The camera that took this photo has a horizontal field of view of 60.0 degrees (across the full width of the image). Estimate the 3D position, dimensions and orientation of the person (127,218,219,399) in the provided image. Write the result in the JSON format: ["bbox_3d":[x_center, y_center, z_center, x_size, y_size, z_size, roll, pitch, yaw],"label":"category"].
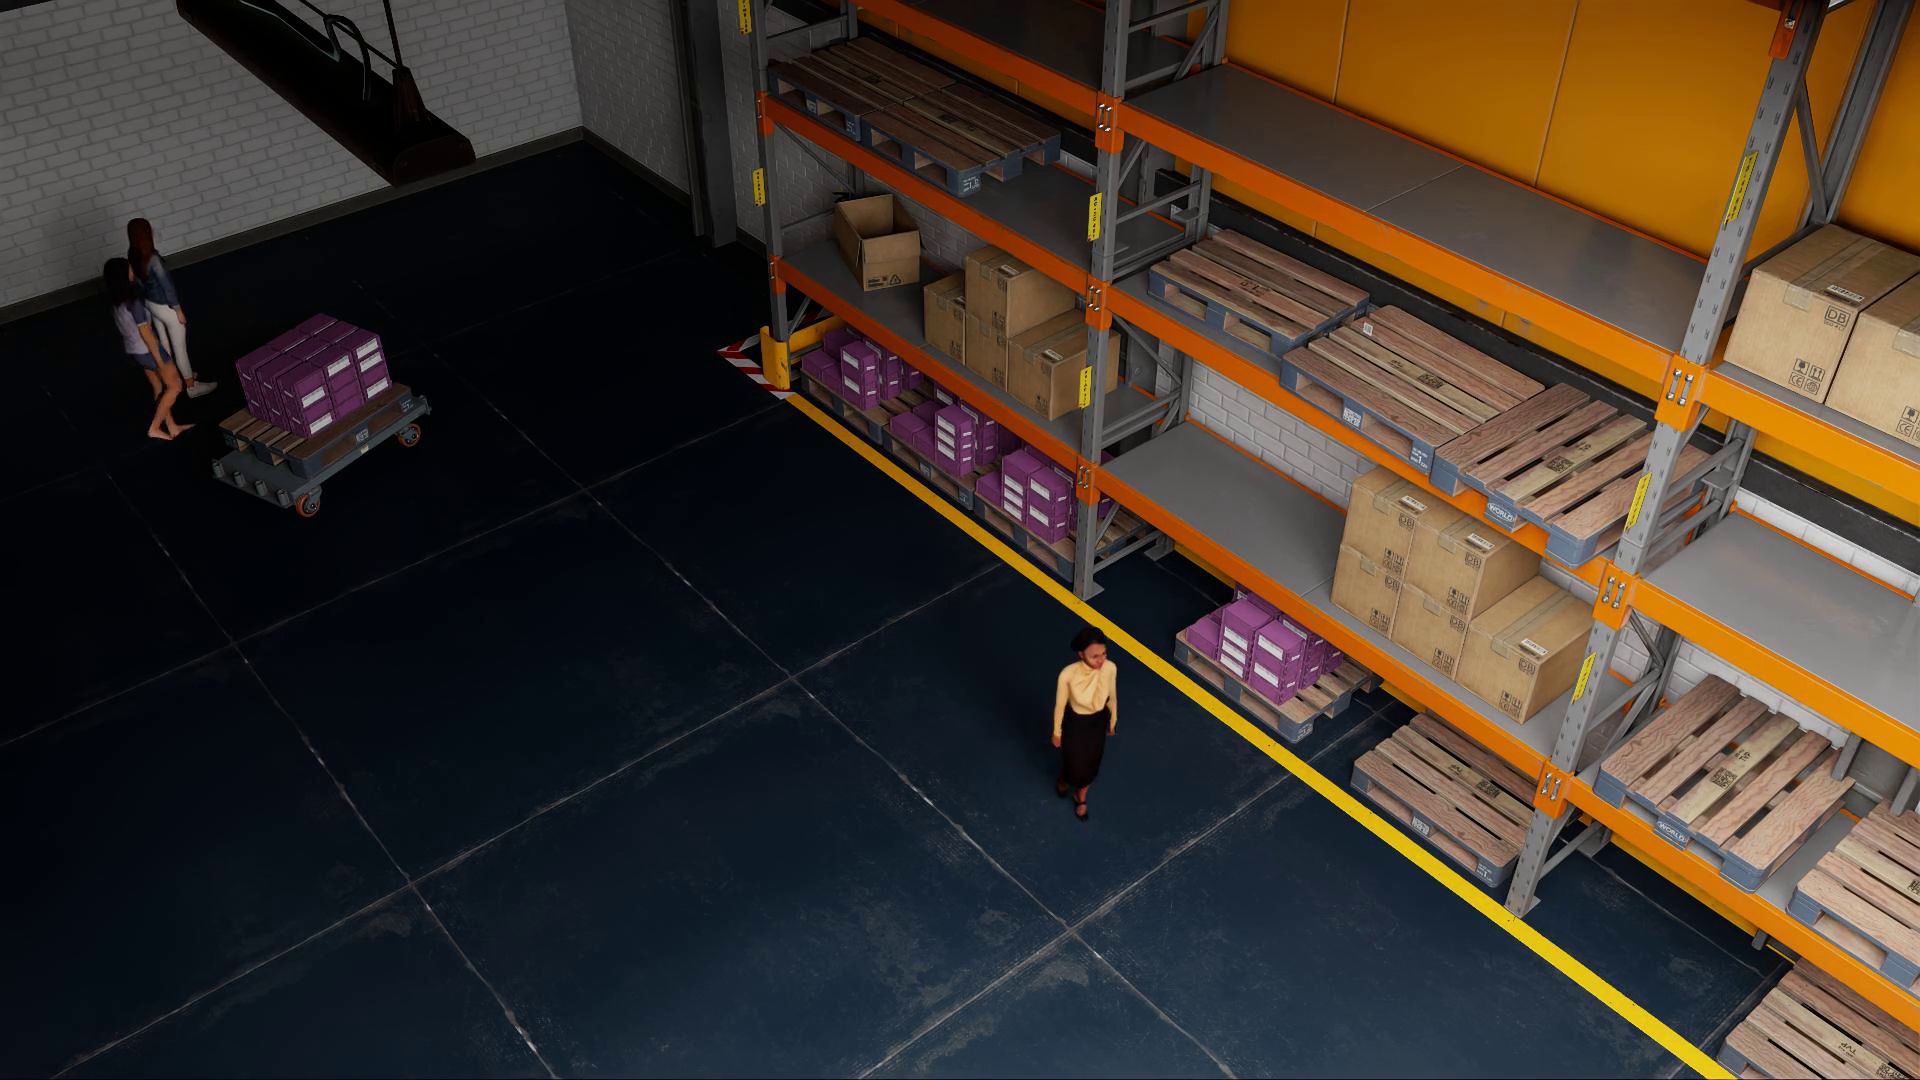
[{"bbox_3d":[-7.043,-2.048,14.674,0.534,1.702,0.716,25,45,28],"label":"person"}]

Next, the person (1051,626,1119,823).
[{"bbox_3d":[0.770,1.169,10.693,0.707,1.644,0.772,-12,40,-15],"label":"person"}]

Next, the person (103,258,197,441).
[{"bbox_3d":[-6.946,-1.548,14.035,0.719,1.718,0.767,23,44,26],"label":"person"}]
